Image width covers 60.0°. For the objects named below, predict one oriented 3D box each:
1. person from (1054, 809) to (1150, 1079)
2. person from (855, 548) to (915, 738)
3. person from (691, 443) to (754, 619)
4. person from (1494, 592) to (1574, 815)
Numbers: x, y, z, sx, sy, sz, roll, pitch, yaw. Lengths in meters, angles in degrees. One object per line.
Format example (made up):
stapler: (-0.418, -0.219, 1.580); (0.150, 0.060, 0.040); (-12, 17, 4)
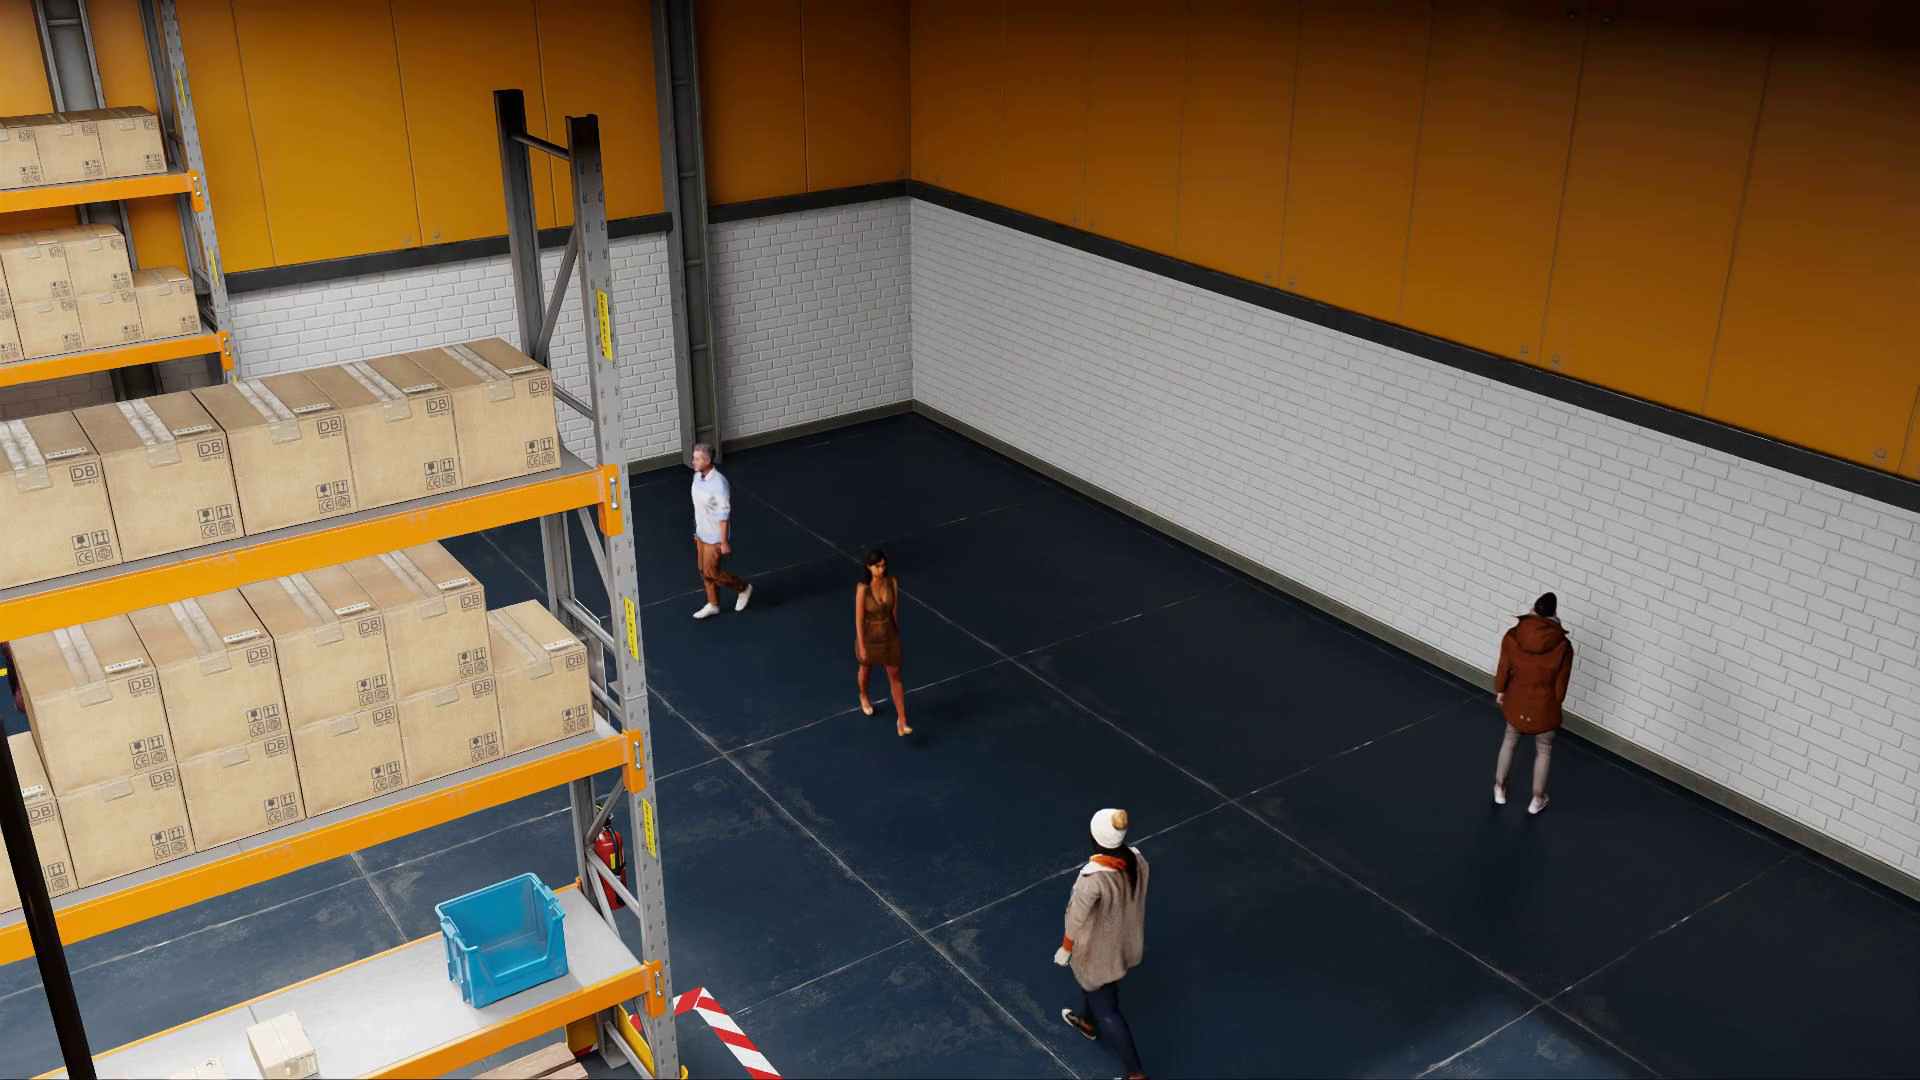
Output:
person: (0.942, 2.489, 10.102); (1.135, 1.856, 0.864); (-21, 31, -39)
person: (-0.744, 0.830, 14.163); (1.029, 1.642, 0.721); (-13, 27, -27)
person: (-2.325, -0.094, 16.066); (0.785, 1.811, 0.673); (-16, 28, -32)
person: (4.453, 1.259, 12.942); (0.818, 1.836, 0.836); (13, 27, 28)
